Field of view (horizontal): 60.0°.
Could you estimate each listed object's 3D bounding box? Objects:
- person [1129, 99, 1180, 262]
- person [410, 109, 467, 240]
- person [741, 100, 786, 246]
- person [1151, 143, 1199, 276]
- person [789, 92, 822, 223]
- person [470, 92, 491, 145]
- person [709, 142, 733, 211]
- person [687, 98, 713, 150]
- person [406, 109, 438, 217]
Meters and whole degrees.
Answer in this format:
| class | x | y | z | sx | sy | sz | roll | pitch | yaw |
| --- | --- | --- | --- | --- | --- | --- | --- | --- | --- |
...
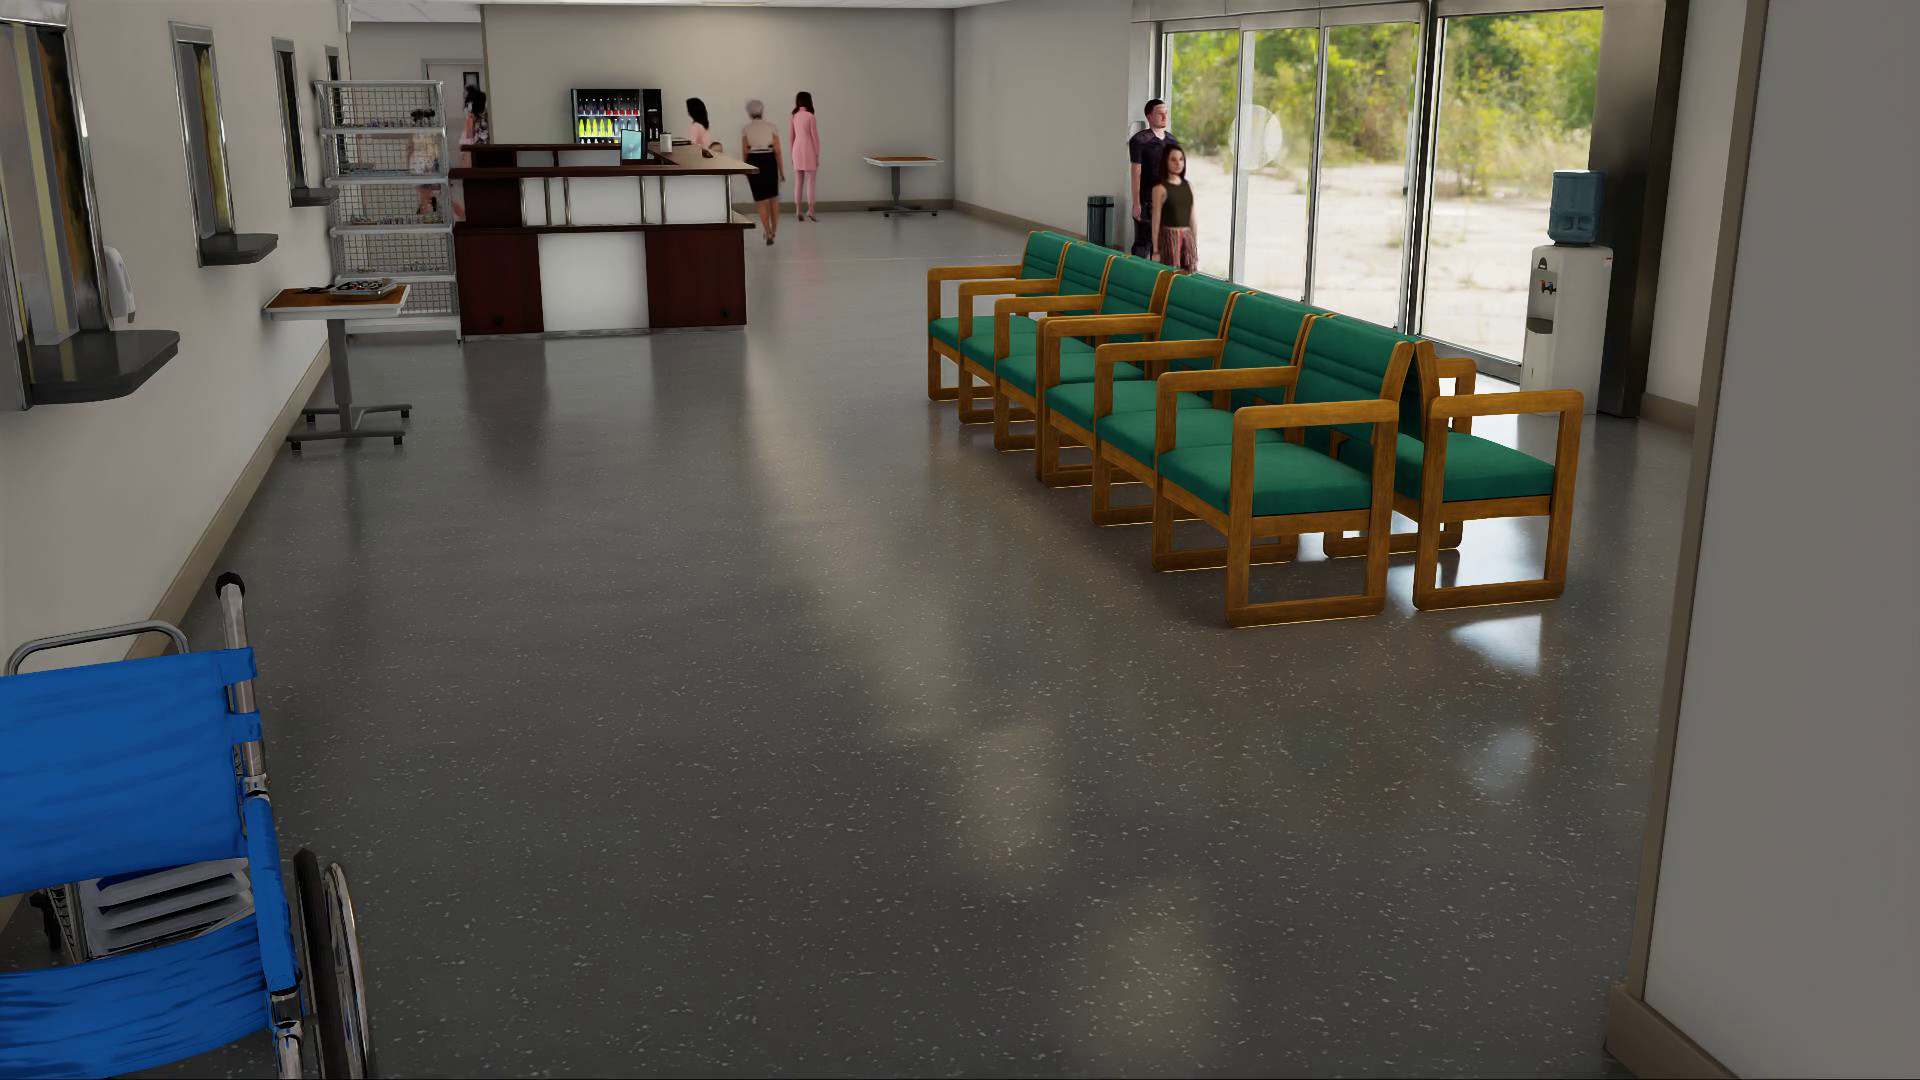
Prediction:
| class | x | y | z | sx | sy | sz | roll | pitch | yaw |
| --- | --- | --- | --- | --- | --- | --- | --- | --- | --- |
| person | 1.705 | -2.936 | 14.652 | 0.691 | 1.846 | 0.853 | -13 | 20 | -38 |
| person | -6.505 | -4.564 | 20.882 | 1.206 | 1.597 | 0.956 | 3 | 16 | 10 |
| person | -2.385 | -4.410 | 20.108 | 0.768 | 1.722 | 0.733 | -3 | 16 | -9 |
| person | 1.602 | -2.259 | 12.796 | 0.841 | 1.549 | 0.749 | -9 | 18 | -28 |
| person | -2.210 | -5.440 | 23.615 | 0.671 | 1.801 | 0.743 | 8 | 18 | 26 |
| person | -8.278 | -6.885 | 28.864 | 0.638 | 1.733 | 0.730 | 6 | 17 | 19 |
| person | -2.876 | -4.041 | 19.628 | 0.595 | 1.272 | 0.652 | -10 | 19 | -33 |
| person | -3.109 | -4.563 | 20.607 | 0.940 | 1.746 | 0.852 | 3 | 16 | 11 |
| person | -7.805 | -5.450 | 24.139 | 0.933 | 1.536 | 0.941 | 14 | 21 | 40 |
